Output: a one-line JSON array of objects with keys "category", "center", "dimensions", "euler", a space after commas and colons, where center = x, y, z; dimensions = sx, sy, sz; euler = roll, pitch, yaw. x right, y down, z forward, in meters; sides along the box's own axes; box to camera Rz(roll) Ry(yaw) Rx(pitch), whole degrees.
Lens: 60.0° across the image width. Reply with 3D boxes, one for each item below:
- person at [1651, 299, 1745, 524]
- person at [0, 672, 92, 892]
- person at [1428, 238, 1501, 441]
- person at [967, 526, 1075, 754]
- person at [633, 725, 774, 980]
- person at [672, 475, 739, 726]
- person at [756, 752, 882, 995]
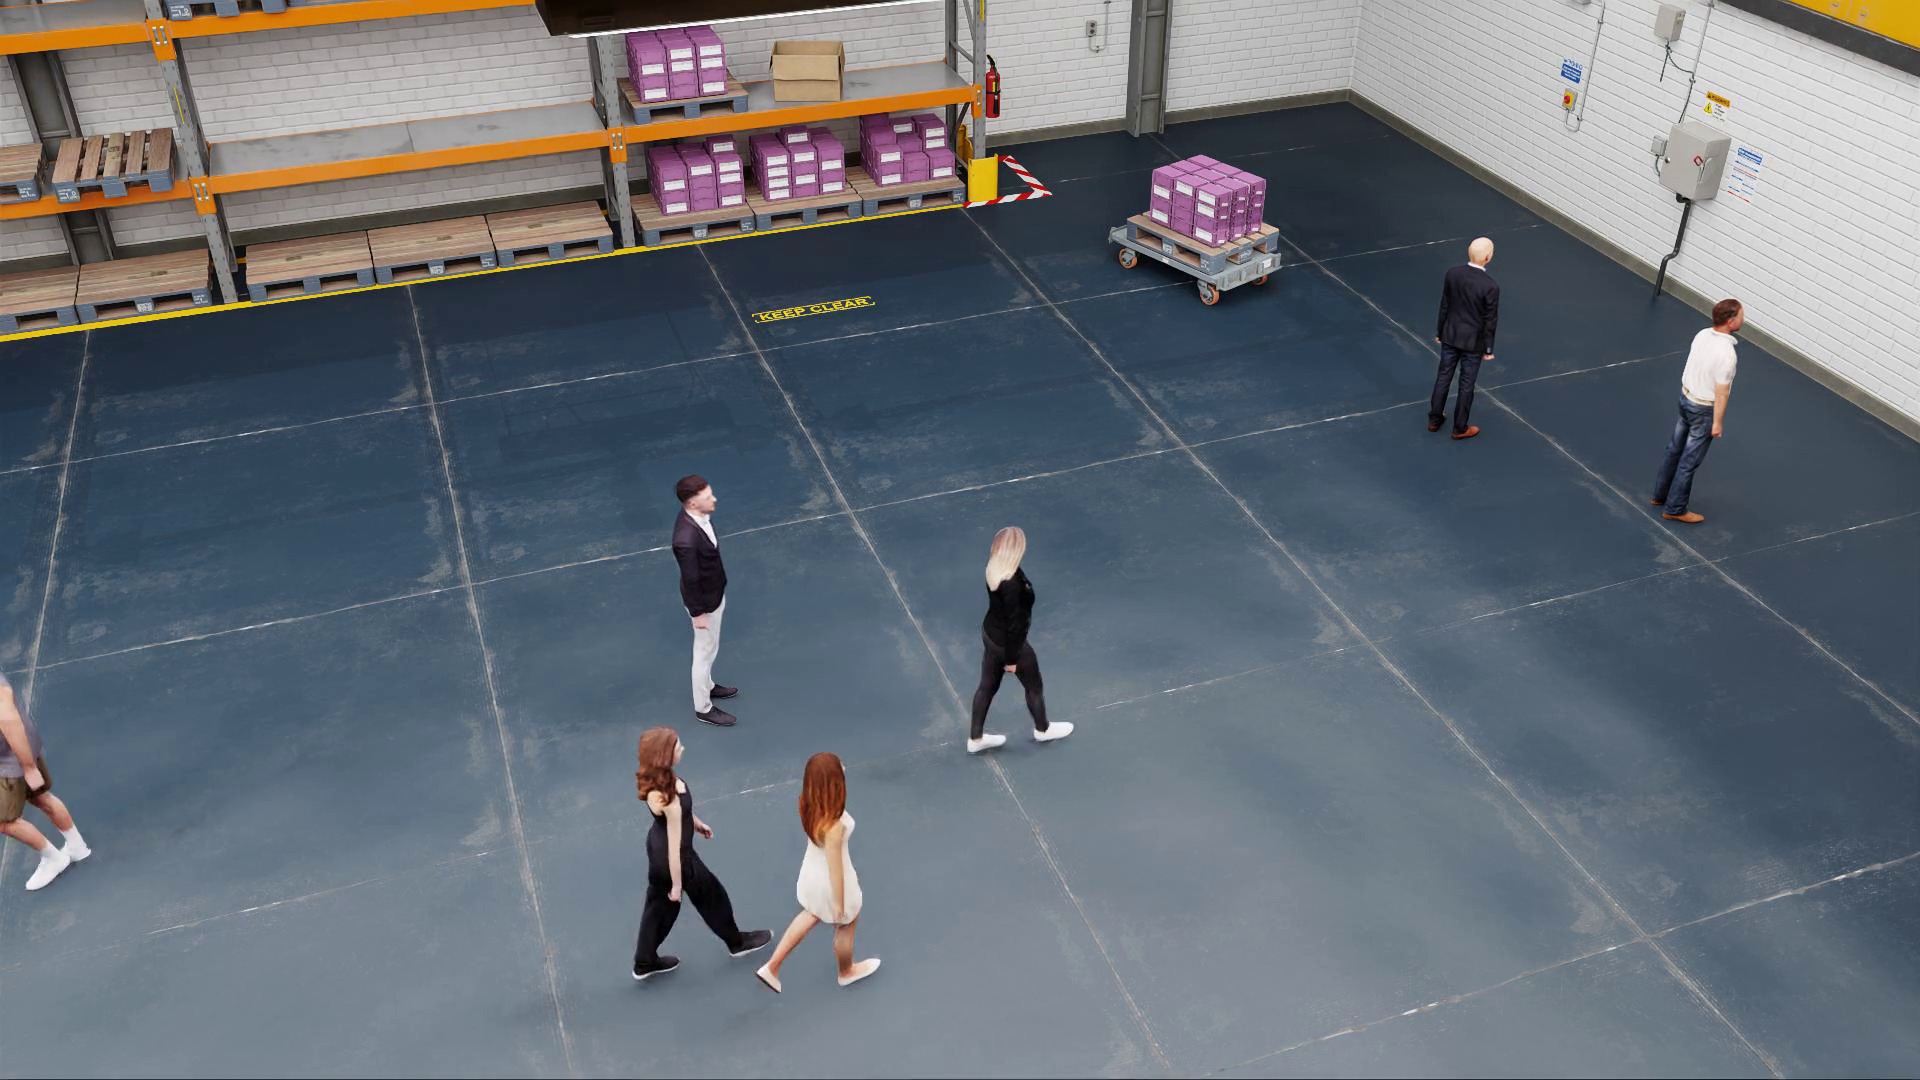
[{"category": "person", "center": [5.733, -1.025, 12.926], "dimensions": [0.678, 1.856, 0.722], "euler": [-2, 34, -3]}, {"category": "person", "center": [-5.403, 1.216, 9.649], "dimensions": [0.798, 1.829, 0.751], "euler": [-25, 41, -32]}, {"category": "person", "center": [4.241, -1.696, 13.987], "dimensions": [0.762, 1.800, 0.745], "euler": [29, 43, 36]}, {"category": "person", "center": [0.195, 0.680, 10.539], "dimensions": [0.915, 1.661, 0.619], "euler": [-11, 35, -17]}, {"category": "person", "center": [-1.625, 1.717, 8.937], "dimensions": [1.034, 1.706, 0.651], "euler": [-15, 37, -22]}, {"category": "person", "center": [-1.686, 0.366, 10.847], "dimensions": [0.663, 1.842, 0.728], "euler": [-1, 34, -1]}, {"category": "person", "center": [-0.779, 1.810, 8.804], "dimensions": [0.989, 1.700, 0.672], "euler": [-17, 37, -24]}]
